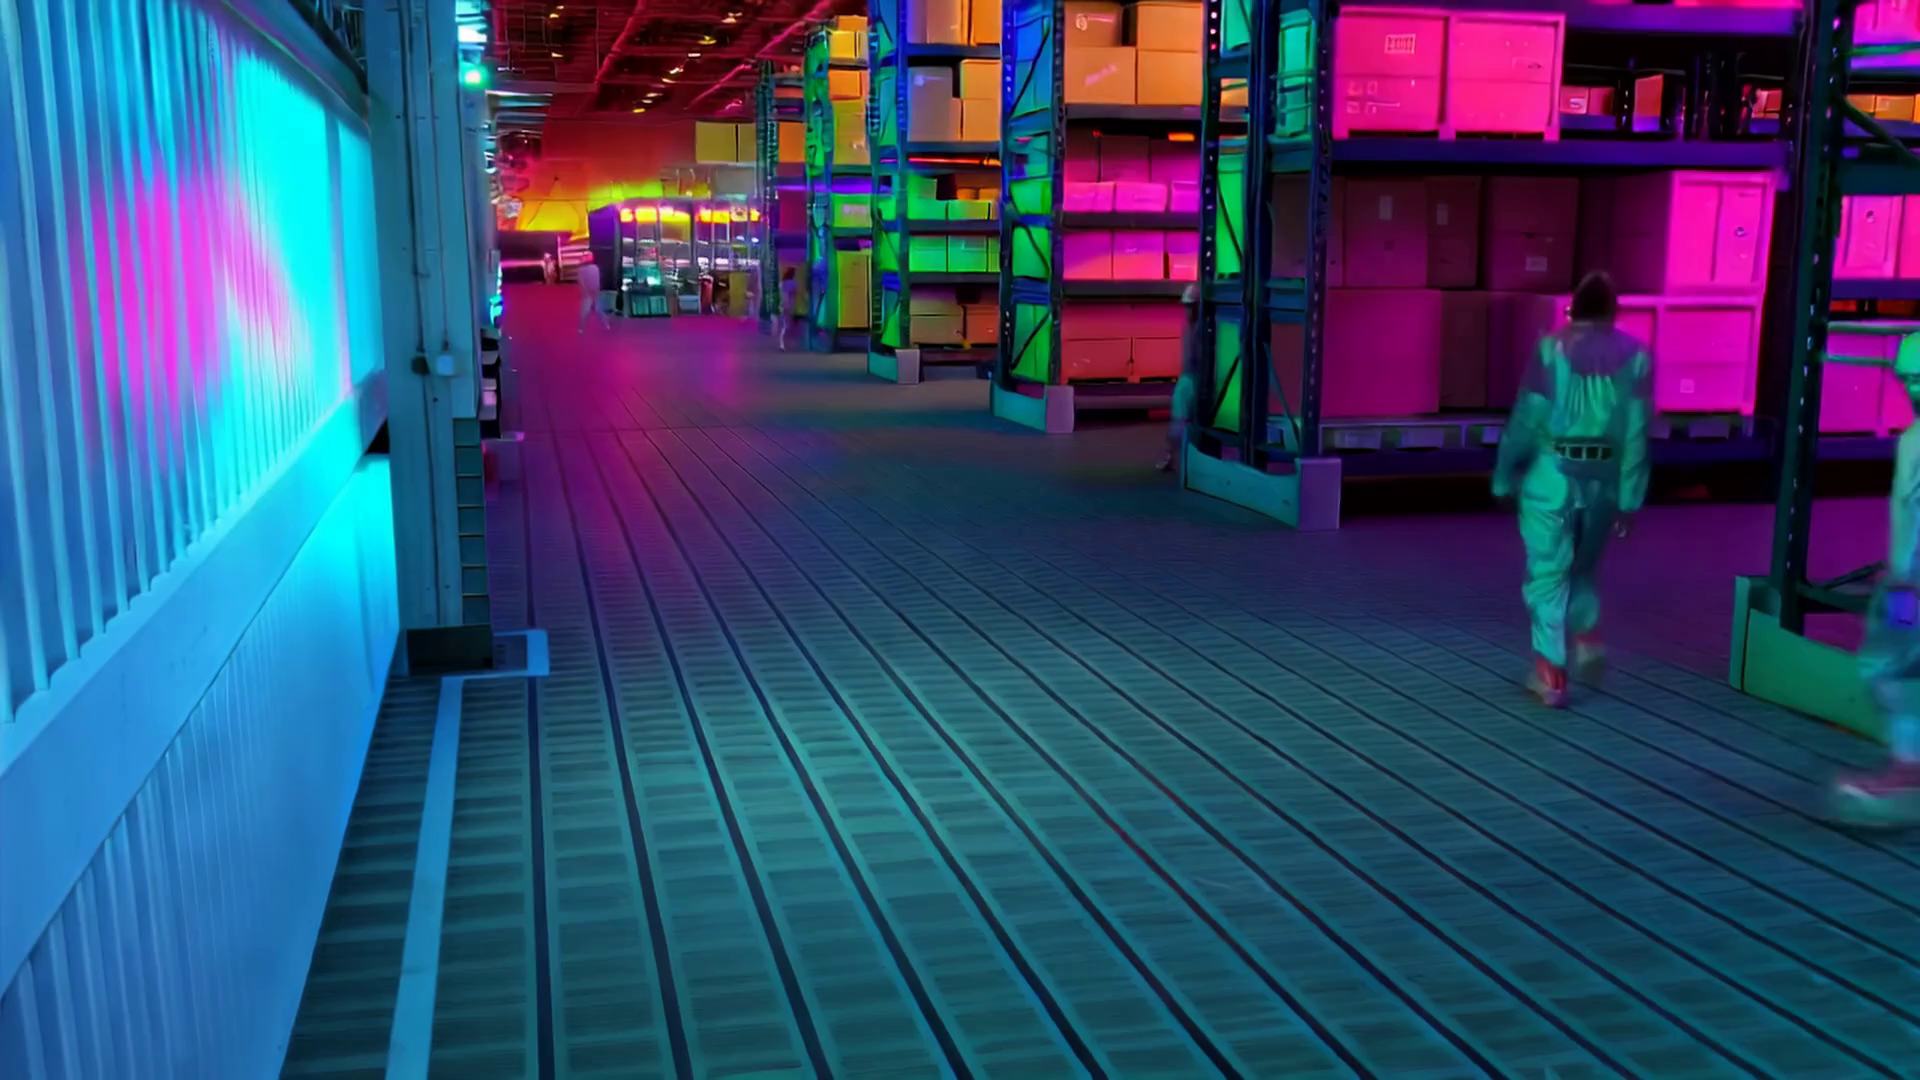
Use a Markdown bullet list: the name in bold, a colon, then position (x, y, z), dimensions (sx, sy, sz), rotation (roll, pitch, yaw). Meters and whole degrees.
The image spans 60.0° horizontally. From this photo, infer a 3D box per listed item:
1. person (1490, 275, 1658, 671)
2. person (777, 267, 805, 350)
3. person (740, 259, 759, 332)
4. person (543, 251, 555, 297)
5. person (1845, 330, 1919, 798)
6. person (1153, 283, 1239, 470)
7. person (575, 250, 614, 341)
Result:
- **person**: position (2.912, -0.309, 7.926), dimensions (0.751, 1.884, 0.429), rotation (4, 11, 19)
- **person**: position (-3.321, -4.528, 32.586), dimensions (0.542, 1.618, 0.436), rotation (4, 11, 20)
- **person**: position (-4.852, -5.816, 39.576), dimensions (0.786, 1.723, 0.554), rotation (-4, 11, -21)
- **person**: position (-16.375, -10.566, 66.188), dimensions (0.425, 1.823, 0.603), rotation (2, 10, 12)
- **person**: position (3.492, 0.108, 6.003), dimensions (0.600, 1.726, 0.450), rotation (-5, 11, -28)
- **person**: position (2.207, -1.470, 15.076), dimensions (0.835, 1.713, 0.484), rotation (-5, 11, -25)
- **person**: position (-7.894, -5.258, 35.800), dimensions (0.603, 1.957, 0.972), rotation (6, 11, 29)
